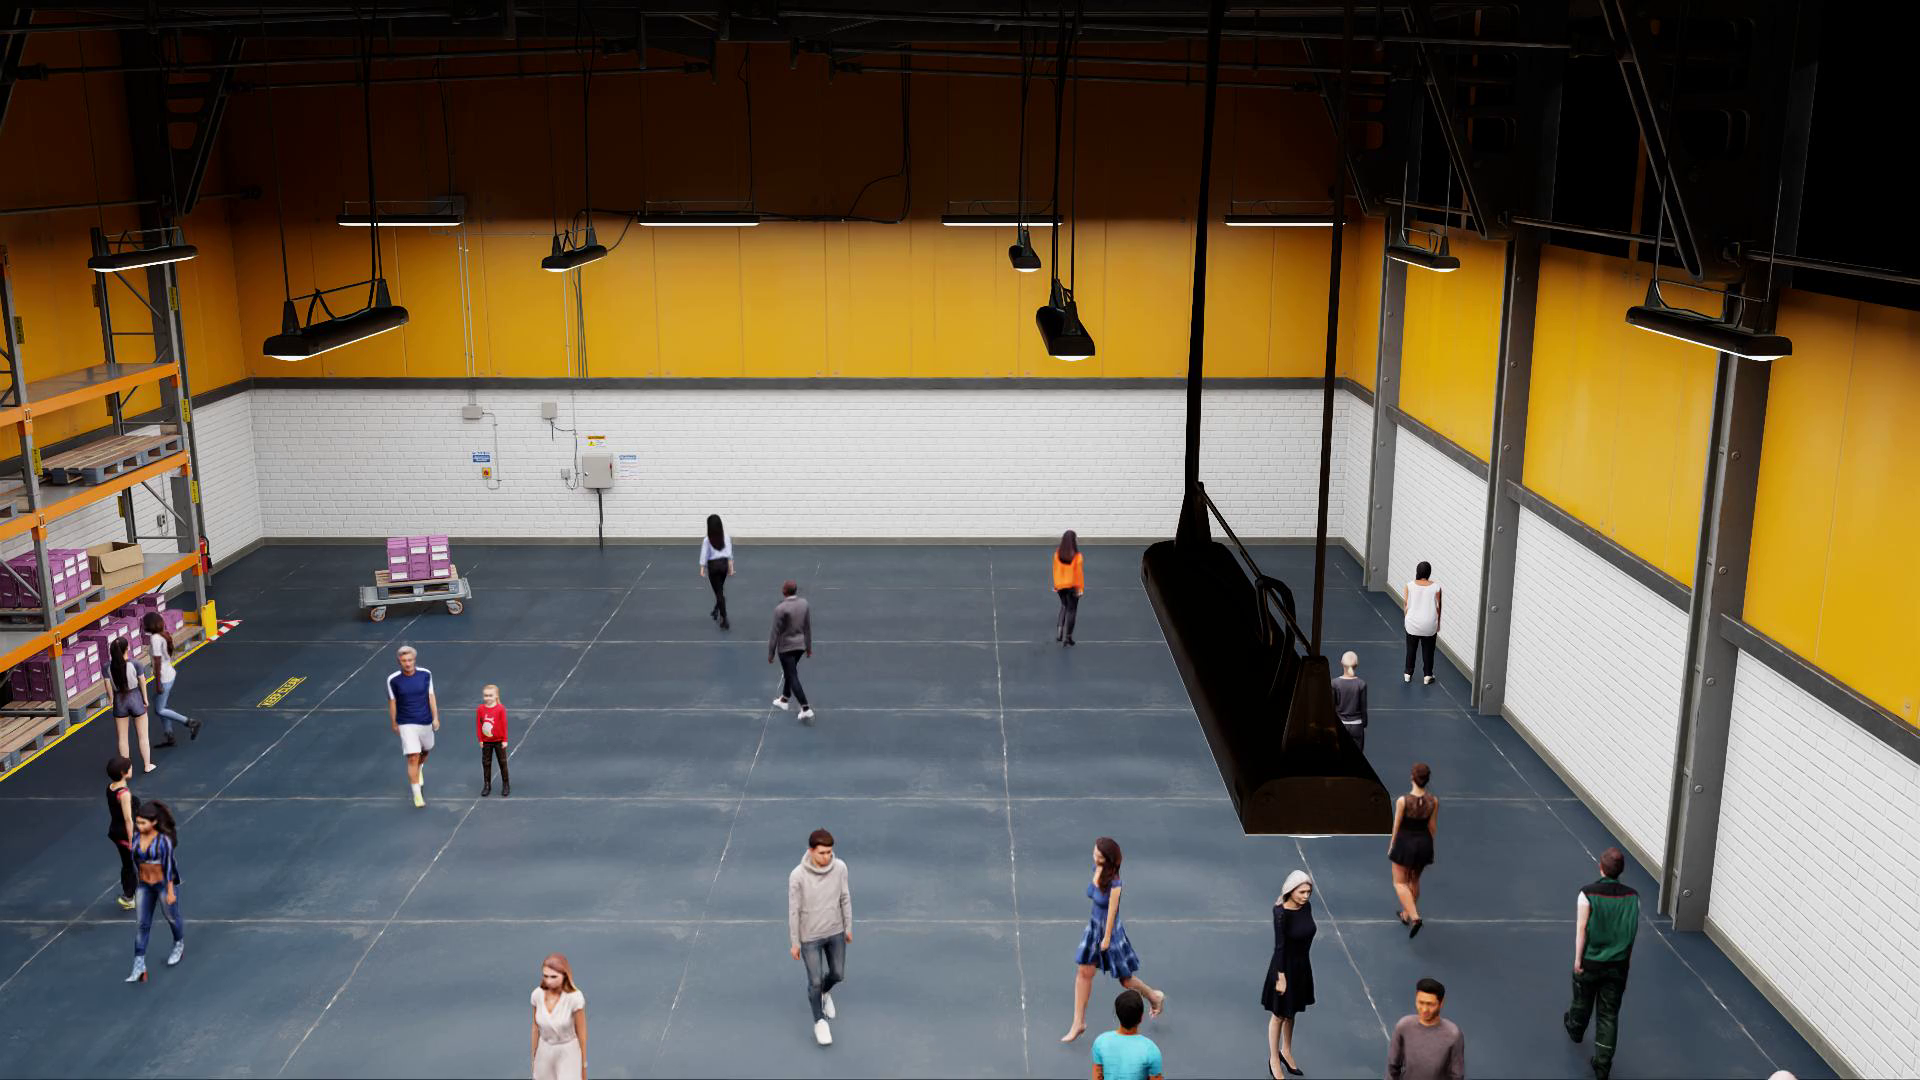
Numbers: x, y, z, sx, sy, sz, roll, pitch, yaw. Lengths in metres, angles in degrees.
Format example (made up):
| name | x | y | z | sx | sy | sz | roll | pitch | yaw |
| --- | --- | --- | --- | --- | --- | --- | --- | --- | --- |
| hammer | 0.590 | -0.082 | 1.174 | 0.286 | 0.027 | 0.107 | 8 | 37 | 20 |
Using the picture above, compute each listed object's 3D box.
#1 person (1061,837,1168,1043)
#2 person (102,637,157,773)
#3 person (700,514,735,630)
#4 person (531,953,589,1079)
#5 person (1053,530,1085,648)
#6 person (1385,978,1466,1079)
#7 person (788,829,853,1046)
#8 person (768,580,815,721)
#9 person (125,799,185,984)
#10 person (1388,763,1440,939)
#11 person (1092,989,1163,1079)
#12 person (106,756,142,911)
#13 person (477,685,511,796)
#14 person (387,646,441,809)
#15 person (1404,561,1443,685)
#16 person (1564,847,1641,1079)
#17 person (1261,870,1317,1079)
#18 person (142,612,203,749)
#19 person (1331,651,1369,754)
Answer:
| name | x | y | z | sx | sy | sz | roll | pitch | yaw |
| --- | --- | --- | --- | --- | --- | --- | --- | --- | --- |
| person | 1.270 | 3.257 | 13.512 | 1.023 | 1.765 | 1.195 | -6 | 15 | -24 |
| person | -9.648 | 1.913 | 19.306 | 0.640 | 1.651 | 0.599 | -3 | 14 | -13 |
| person | -3.596 | 0.500 | 25.003 | 1.000 | 1.717 | 1.097 | -10 | 17 | -36 |
| person | -2.822 | 3.688 | 11.905 | 0.663 | 1.684 | 0.774 | 3 | 14 | 12 |
| person | 1.516 | 0.720 | 24.049 | 0.753 | 1.737 | 0.801 | 10 | 17 | 36 |
| person | 3.204 | 3.785 | 11.348 | 0.782 | 1.757 | 0.780 | 1 | 14 | 4 |
| person | -1.165 | 3.184 | 13.655 | 0.850 | 1.841 | 0.937 | -5 | 15 | -20 |
| person | -2.087 | 1.421 | 21.061 | 1.181 | 1.781 | 1.257 | -12 | 18 | -41 |
| person | -7.058 | 3.055 | 14.726 | 0.707 | 1.587 | 0.963 | 2 | 14 | 7 |
| person | 4.187 | 2.870 | 15.329 | 0.683 | 1.663 | 0.962 | -2 | 14 | -8 |
| person | 1.080 | 3.883 | 11.005 | 0.967 | 1.728 | 1.255 | 6 | 15 | 23 |
| person | -7.993 | 2.812 | 15.822 | 0.666 | 1.544 | 0.720 | 10 | 17 | 35 |
| person | -5.254 | 2.243 | 18.730 | 0.487 | 1.281 | 0.482 | -1 | 14 | -3 |
| person | -6.094 | 2.018 | 18.551 | 1.042 | 1.801 | 1.243 | -9 | 16 | -32 |
| person | 6.269 | 1.101 | 22.580 | 0.751 | 1.688 | 0.749 | 6 | 15 | 24 |
| person | 5.057 | 3.354 | 13.056 | 0.712 | 1.791 | 1.084 | 1 | 14 | 5 |
| person | 2.585 | 3.391 | 12.997 | 0.698 | 1.748 | 0.752 | -12 | 18 | -41 |
| person | -9.537 | 1.697 | 20.078 | 0.828 | 1.708 | 0.836 | -5 | 15 | -21 |
| person | 4.311 | 2.063 | 18.523 | 0.637 | 1.728 | 0.580 | 3 | 14 | 11 |
